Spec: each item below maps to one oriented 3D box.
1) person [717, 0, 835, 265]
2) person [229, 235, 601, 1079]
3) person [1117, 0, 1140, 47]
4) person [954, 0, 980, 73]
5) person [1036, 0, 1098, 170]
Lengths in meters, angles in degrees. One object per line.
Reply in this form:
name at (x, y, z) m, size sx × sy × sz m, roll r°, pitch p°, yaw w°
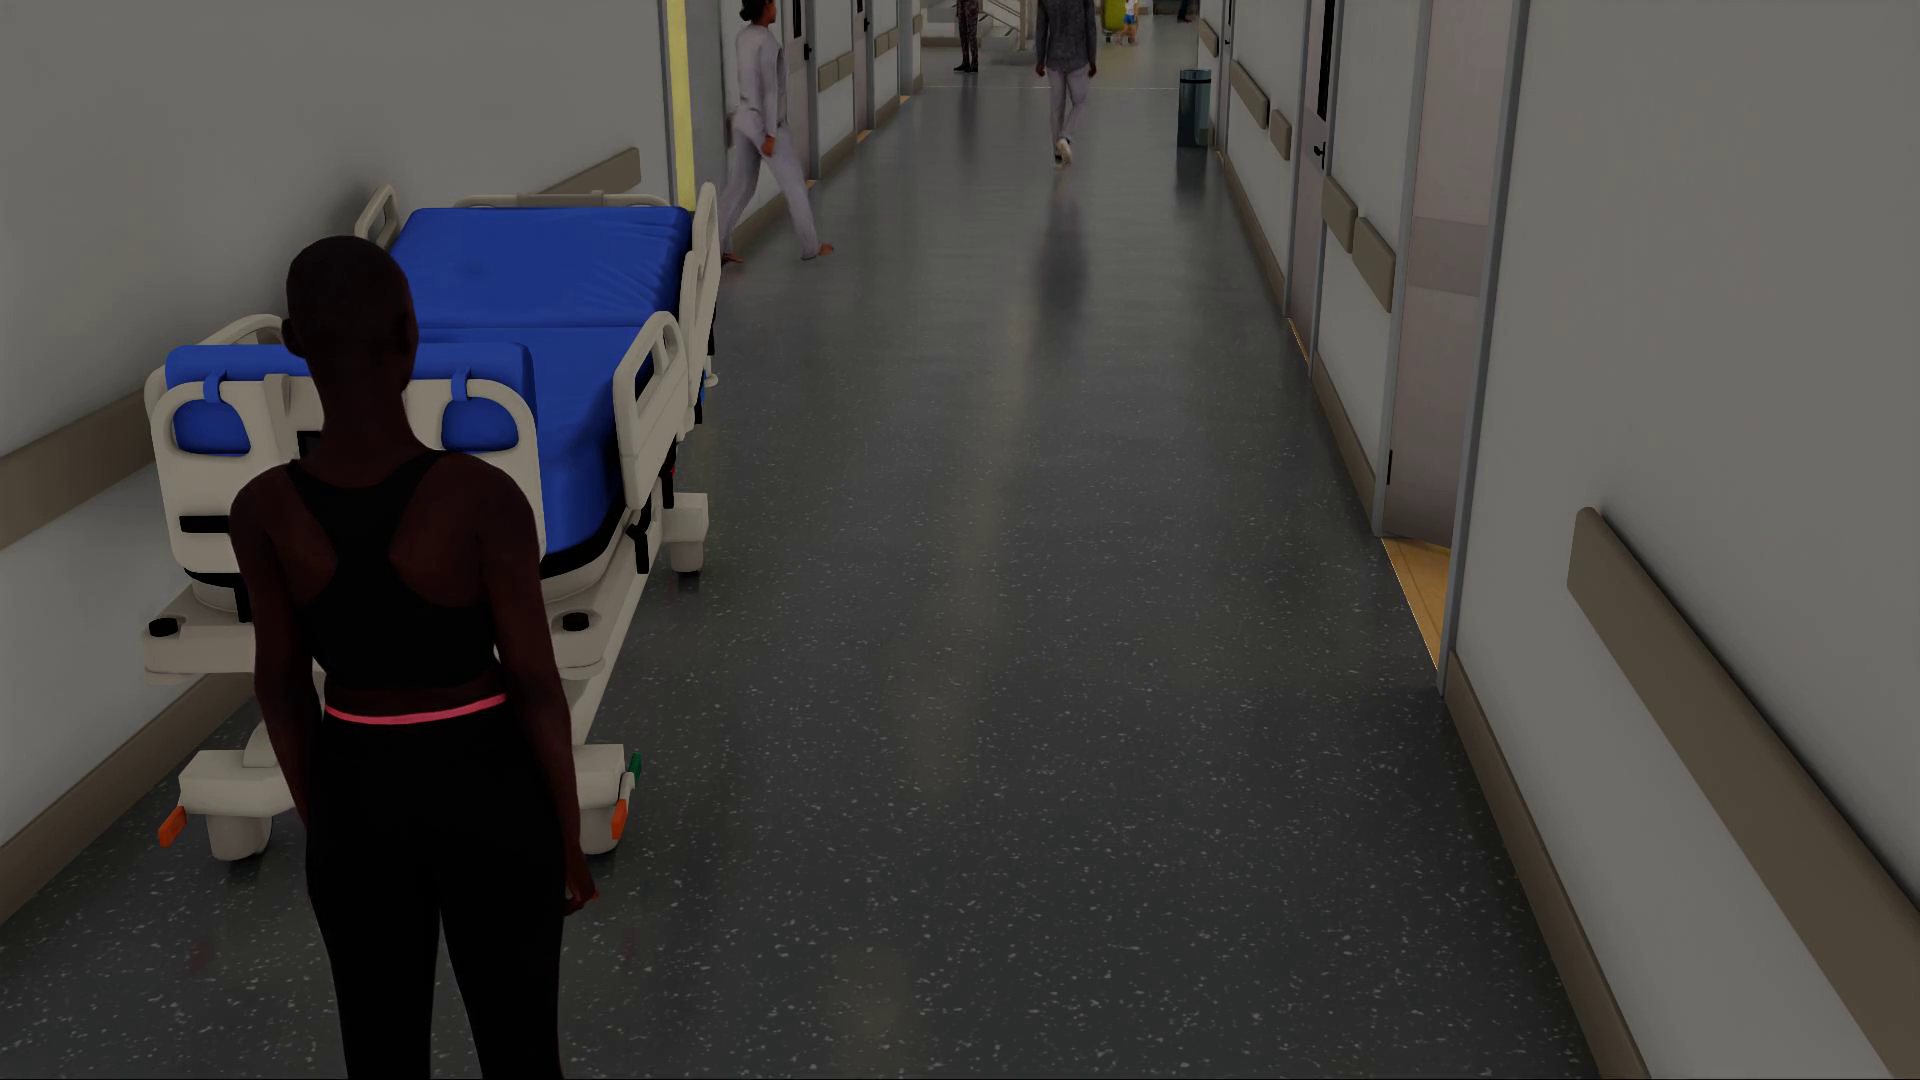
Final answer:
person at (-1.334, -2.570, 10.444) m, size 1.153 × 1.700 × 1.079 m, roll -13°, pitch 25°, yaw -31°
person at (-0.776, 0.436, 2.418) m, size 0.501 × 1.763 × 0.666 m, roll -1°, pitch 21°, yaw -2°
person at (2.815, -8.768, 27.780) m, size 0.711 × 1.011 × 0.651 m, roll -16°, pitch 26°, yaw -37°
person at (0.113, -7.454, 23.320) m, size 0.726 × 1.714 × 0.680 m, roll -13°, pitch 24°, yaw -31°
person at (0.894, -4.108, 14.330) m, size 0.786 × 1.824 × 0.834 m, roll 6°, pitch 22°, yaw 15°
